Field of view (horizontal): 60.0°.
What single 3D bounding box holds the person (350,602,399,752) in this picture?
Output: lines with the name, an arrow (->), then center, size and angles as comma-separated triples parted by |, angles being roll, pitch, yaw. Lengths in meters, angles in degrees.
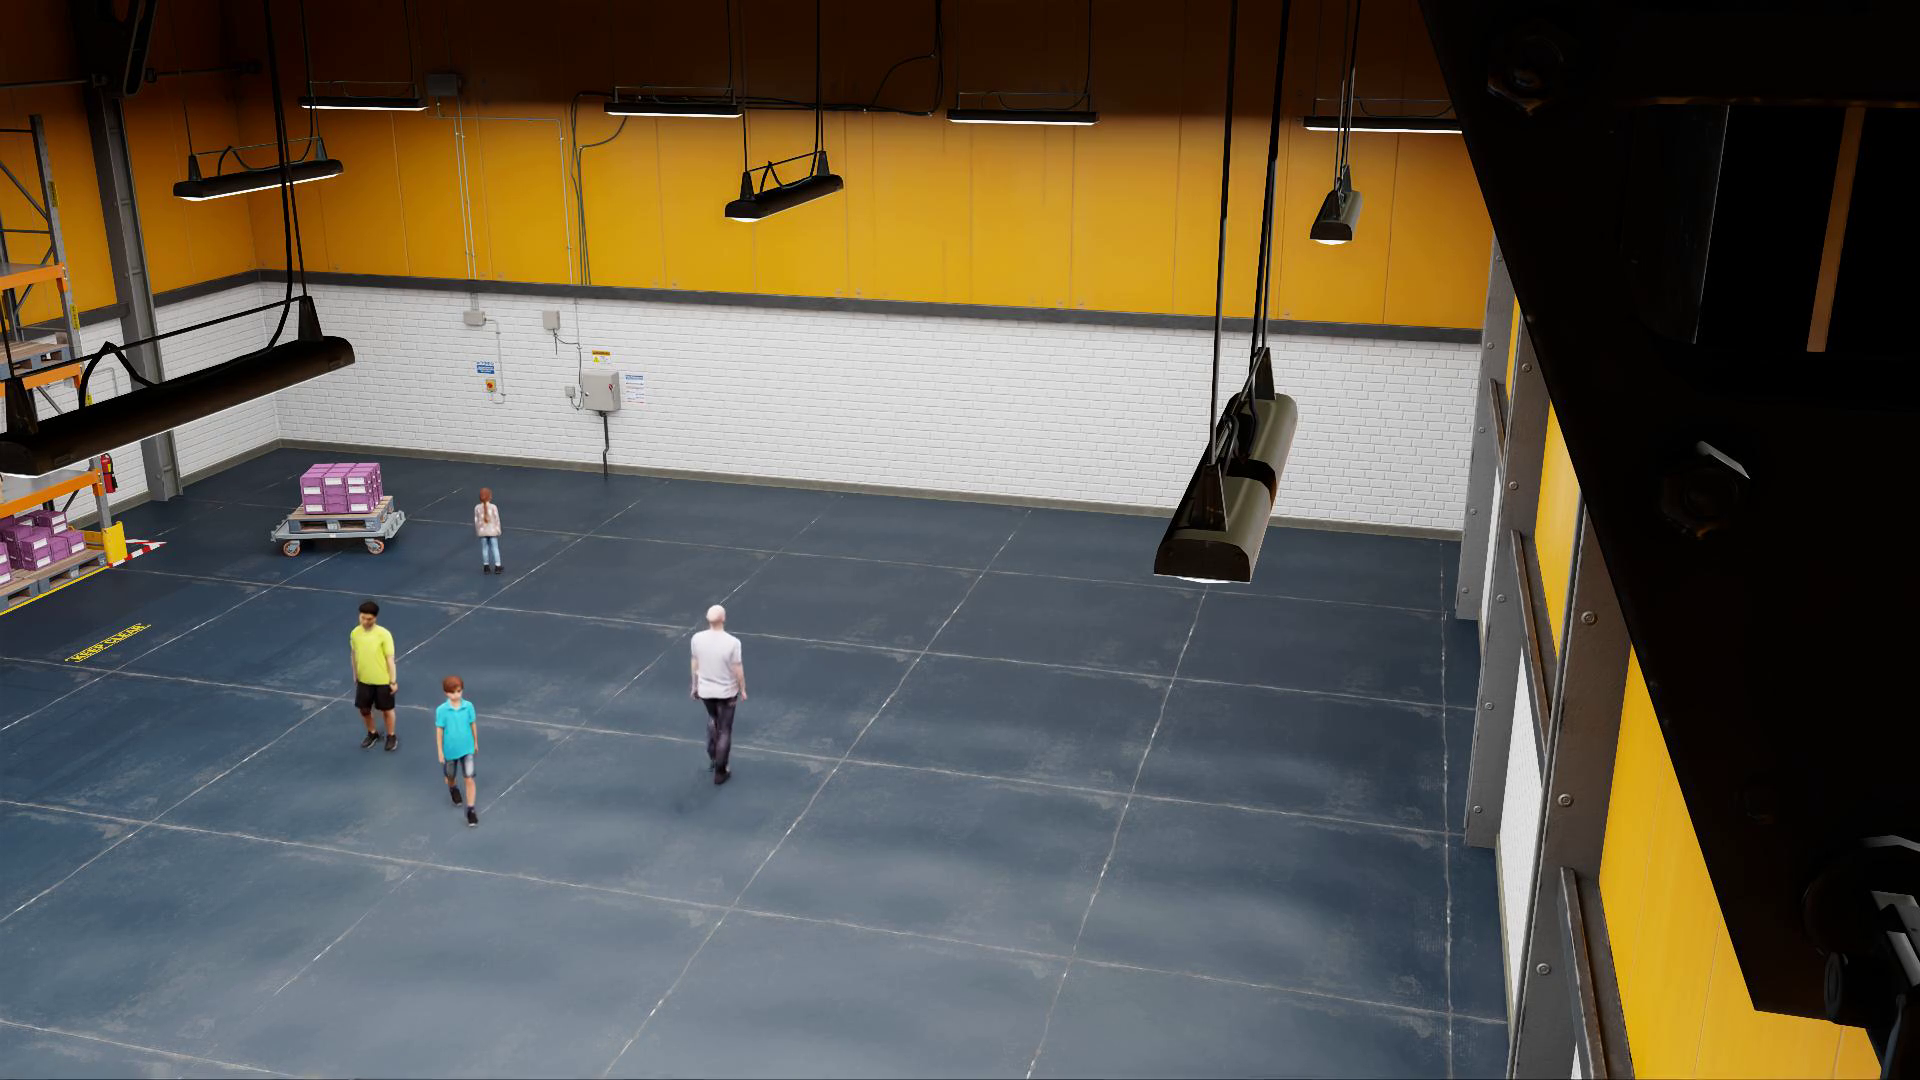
person -> -6.011, 1.390, 17.117 | 0.688, 1.671, 0.688 | 5, 19, 16

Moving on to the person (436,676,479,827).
person -> -4.792, 1.955, 15.820 | 0.870, 1.428, 0.998 | -7, 20, -21

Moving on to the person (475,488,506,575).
person -> -6.346, -0.126, 22.365 | 0.528, 1.194, 0.541 | -1, 19, -2

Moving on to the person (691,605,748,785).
person -> -2.430, 1.546, 16.429 | 0.674, 1.815, 0.708 | 5, 19, 14
